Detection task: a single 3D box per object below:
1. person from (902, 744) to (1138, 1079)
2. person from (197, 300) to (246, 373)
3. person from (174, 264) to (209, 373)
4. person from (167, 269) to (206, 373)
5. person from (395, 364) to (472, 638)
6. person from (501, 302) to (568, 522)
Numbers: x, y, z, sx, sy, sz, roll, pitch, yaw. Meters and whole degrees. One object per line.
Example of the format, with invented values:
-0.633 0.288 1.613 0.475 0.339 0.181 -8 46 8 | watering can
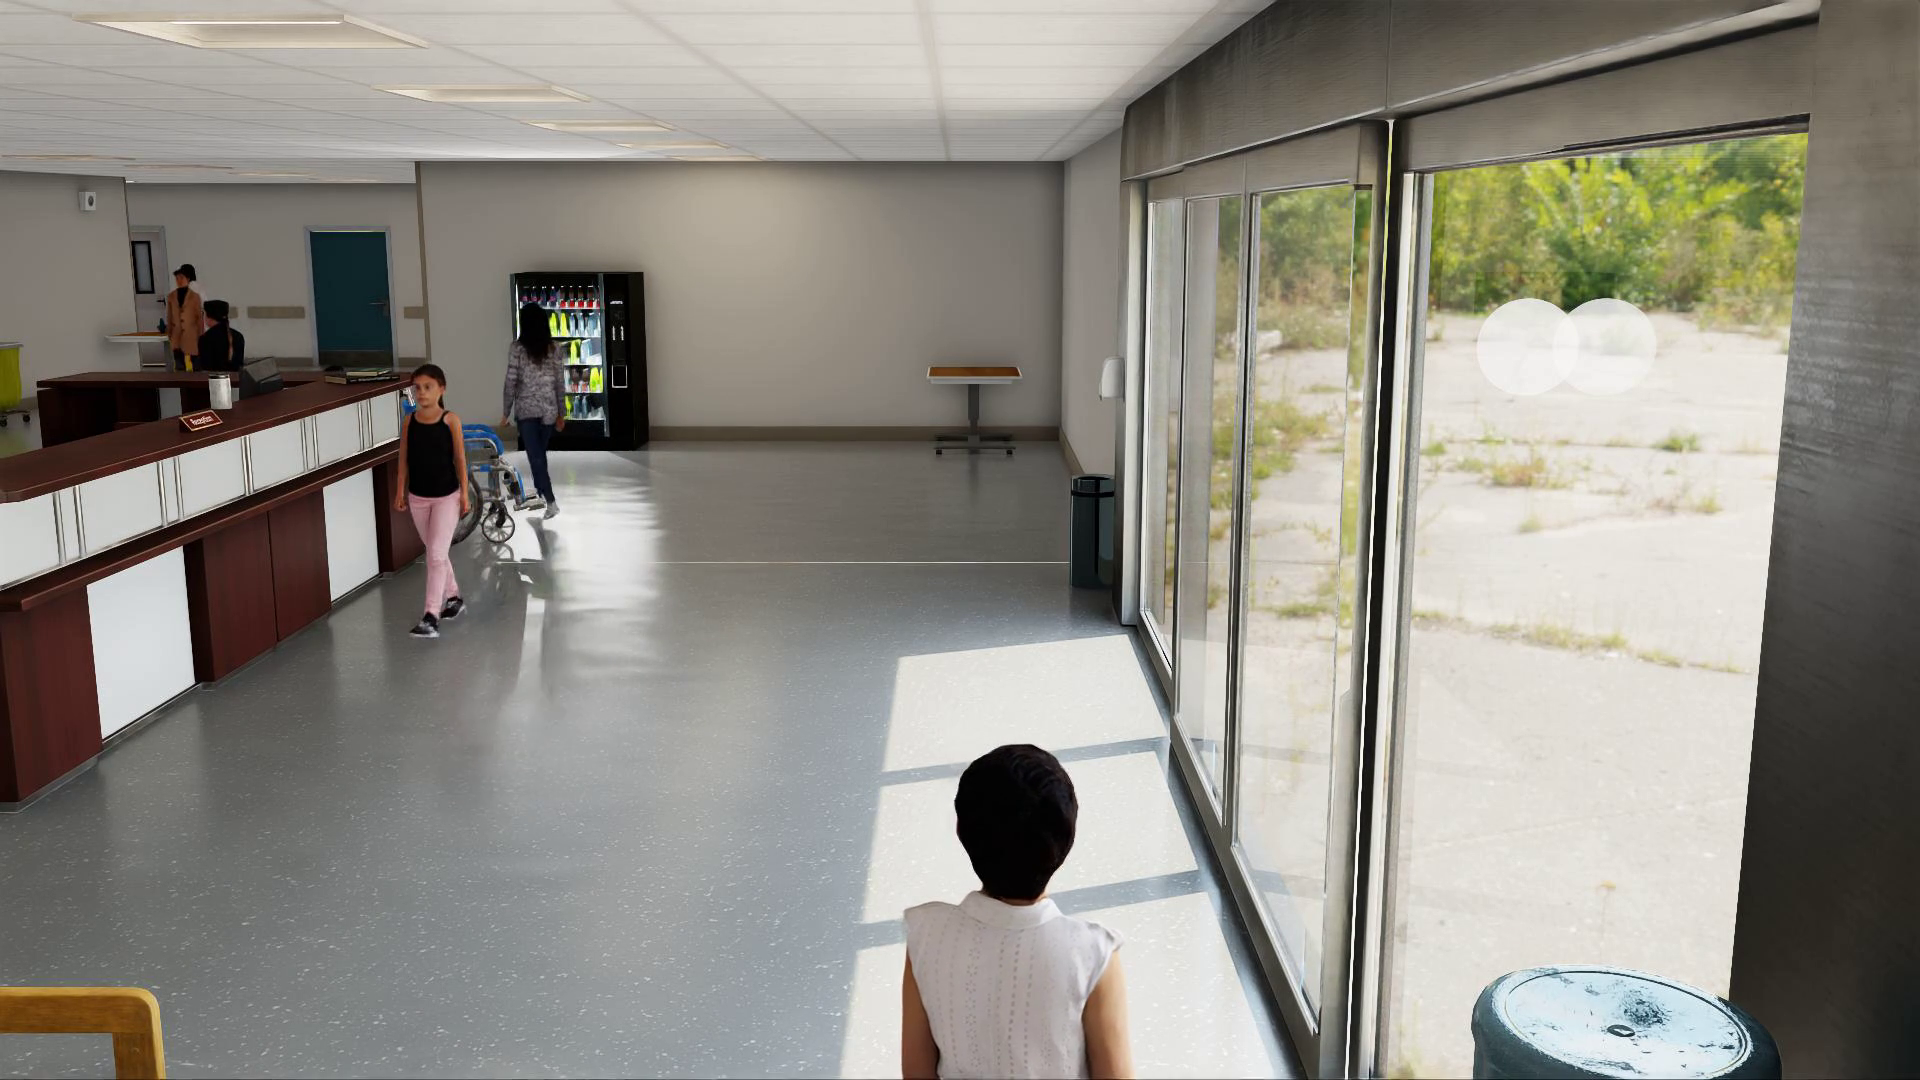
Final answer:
0.089 1.070 2.665 0.537 1.554 0.670 3 11 15 | person
-6.500 -1.276 14.850 1.188 1.622 0.974 4 12 22 | person
-11.382 -3.223 24.892 1.173 1.703 0.824 3 11 17 | person
-10.596 -2.865 22.860 0.662 1.714 0.755 -1 11 -3 | person
-2.997 -0.226 9.568 0.981 1.527 0.686 1 11 7 | person
-3.313 -0.976 13.075 1.163 1.693 1.122 -8 13 -35 | person
